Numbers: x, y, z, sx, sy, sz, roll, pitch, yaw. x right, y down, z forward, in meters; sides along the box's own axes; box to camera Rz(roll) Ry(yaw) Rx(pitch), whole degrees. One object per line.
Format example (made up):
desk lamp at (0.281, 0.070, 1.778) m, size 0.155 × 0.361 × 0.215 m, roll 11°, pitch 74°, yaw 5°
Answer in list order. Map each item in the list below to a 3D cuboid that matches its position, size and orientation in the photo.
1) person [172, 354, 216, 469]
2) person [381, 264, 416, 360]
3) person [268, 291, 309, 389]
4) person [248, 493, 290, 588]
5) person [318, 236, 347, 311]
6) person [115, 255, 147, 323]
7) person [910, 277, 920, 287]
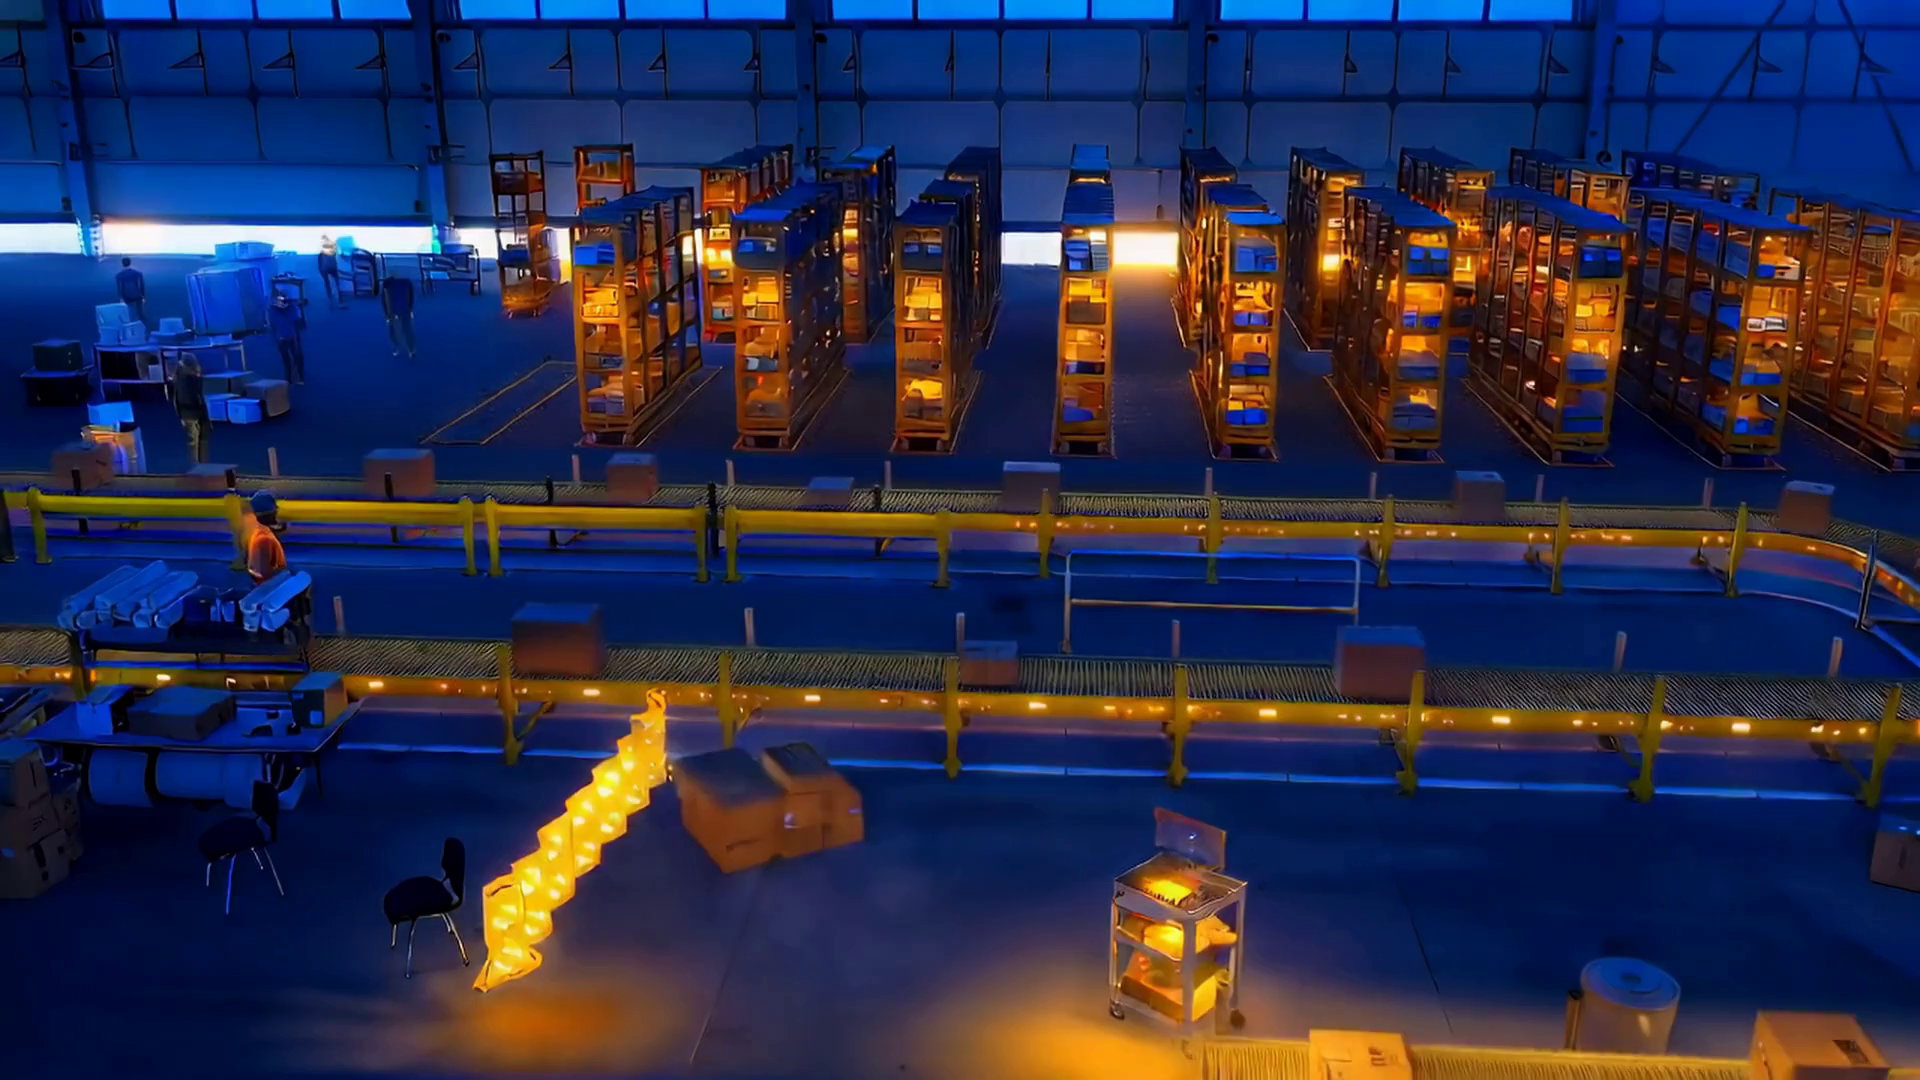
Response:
person at (-11.146, -1.809, 24.306) m, size 0.600 × 1.827 × 0.403 m, roll 4°, pitch 18°, yaw 12°
person at (-11.033, -4.493, 32.753) m, size 0.641 × 1.878 × 0.836 m, roll -11°, pitch 20°, yaw -31°
person at (-12.137, -3.595, 30.000) m, size 0.567 × 1.810 × 0.516 m, roll -16°, pitch 23°, yaw -41°
person at (-6.980, 0.471, 16.876) m, size 0.390 × 1.949 × 0.602 m, roll -8°, pitch 19°, yaw -24°
person at (-14.416, -6.124, 38.174) m, size 0.550 × 1.723 × 0.395 m, roll -14°, pitch 22°, yaw -37°
person at (-17.380, -5.091, 34.873) m, size 0.395 × 1.731 × 0.571 m, roll 15°, pitch 23°, yaw 39°
person at (-0.902, -5.683, 36.651) m, size 0.408 × 1.819 × 0.672 m, roll -9°, pitch 20°, yaw -27°
